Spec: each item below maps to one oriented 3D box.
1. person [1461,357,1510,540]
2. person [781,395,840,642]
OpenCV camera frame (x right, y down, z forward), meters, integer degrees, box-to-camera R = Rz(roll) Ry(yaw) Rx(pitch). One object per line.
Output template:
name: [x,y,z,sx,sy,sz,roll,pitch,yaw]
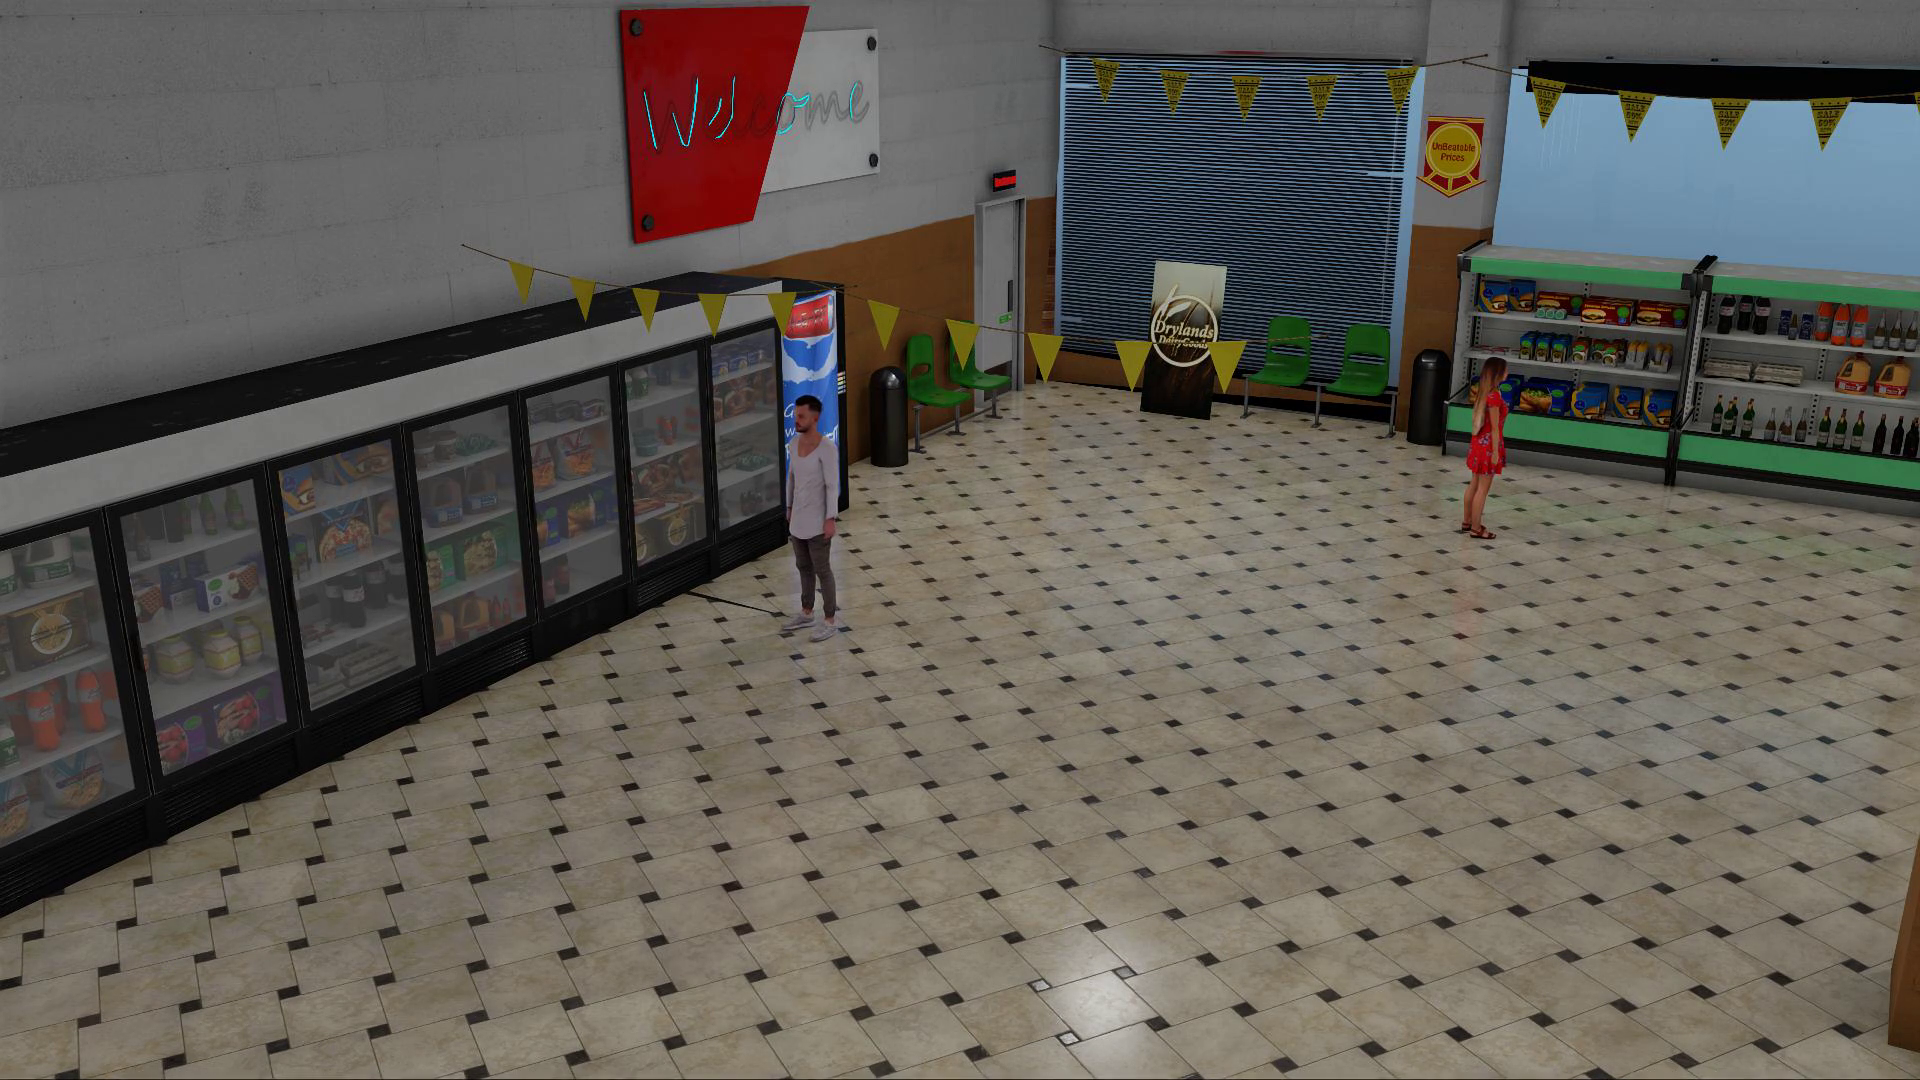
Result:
person: [4.580,-0.815,14.502,0.692,1.592,0.664,0,19,-1]
person: [-1.090,-0.181,12.235,0.788,1.839,0.589,-18,25,-42]
